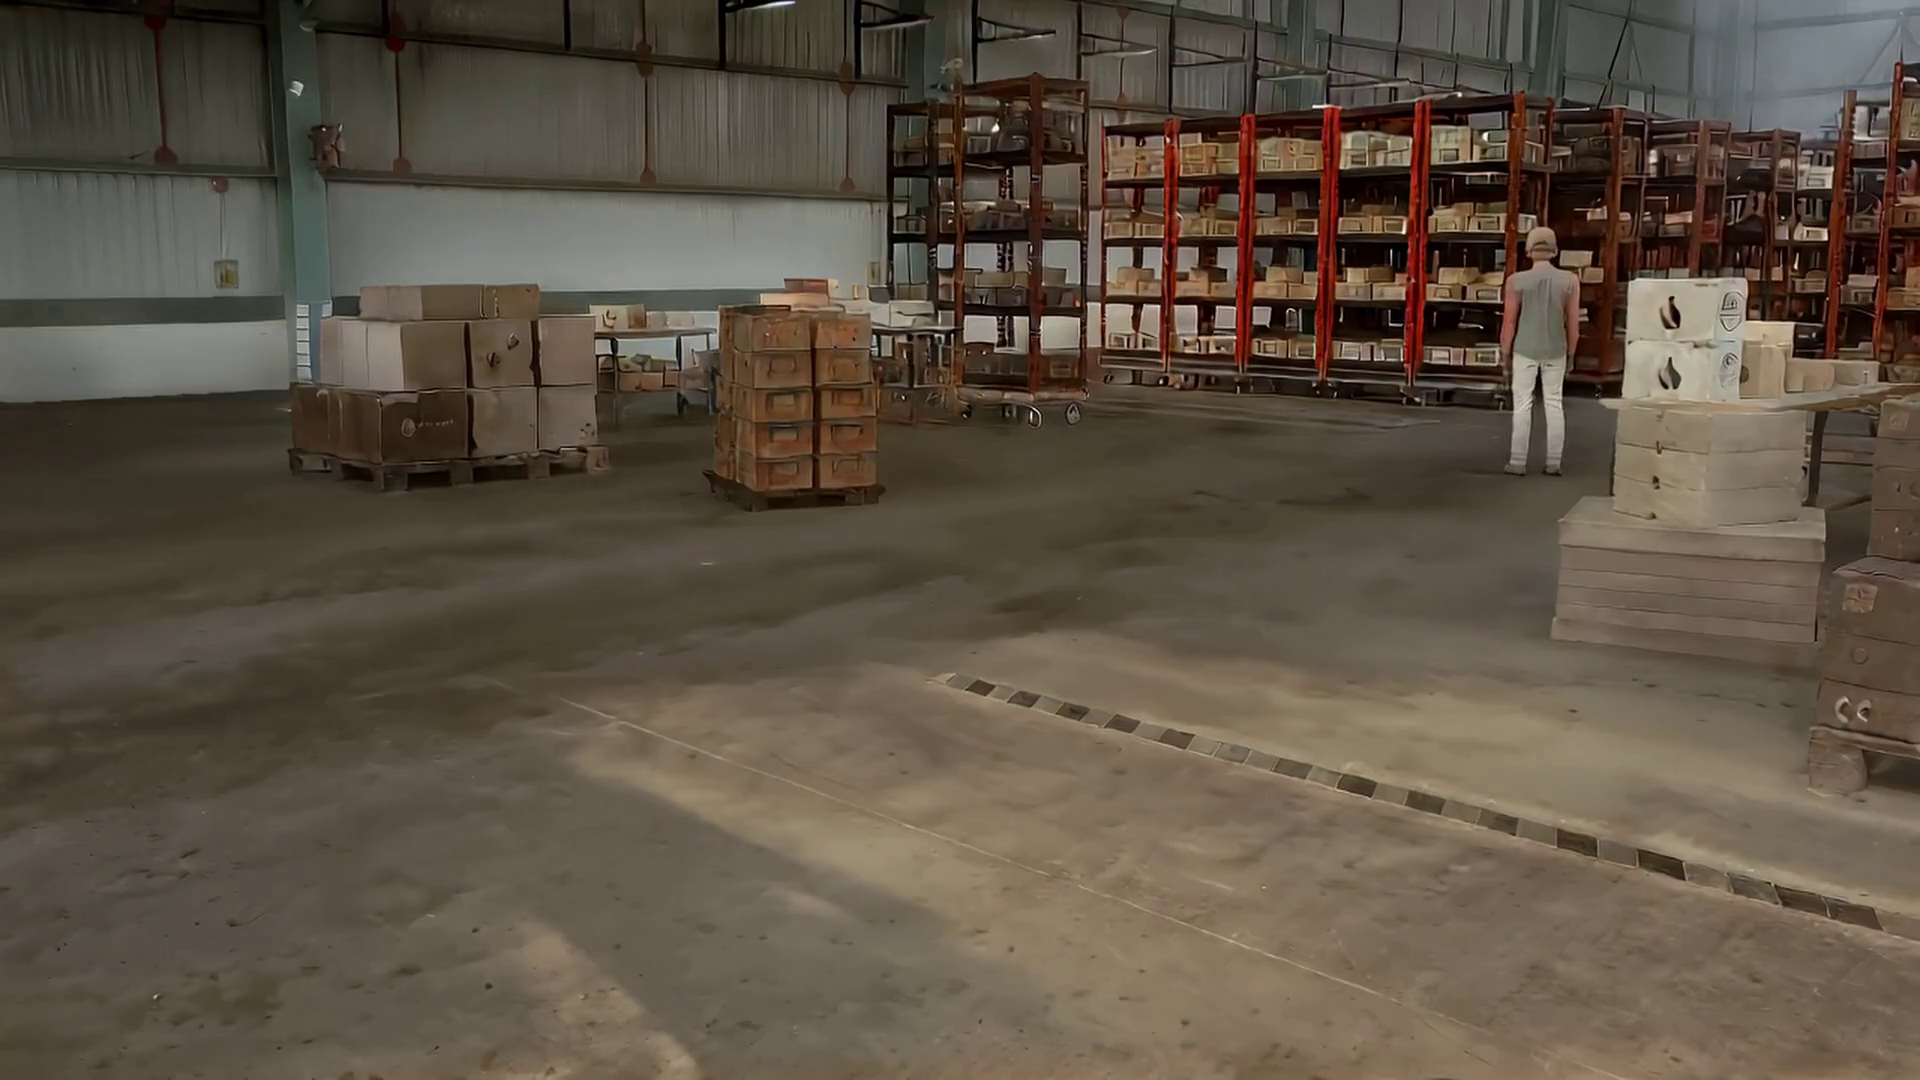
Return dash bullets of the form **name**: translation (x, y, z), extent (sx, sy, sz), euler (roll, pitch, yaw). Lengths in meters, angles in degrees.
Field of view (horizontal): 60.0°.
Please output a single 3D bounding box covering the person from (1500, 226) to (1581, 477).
- **person**: translation (4.591, -1.484, 13.208), extent (0.608, 1.990, 0.385), euler (0, 9, 1)
